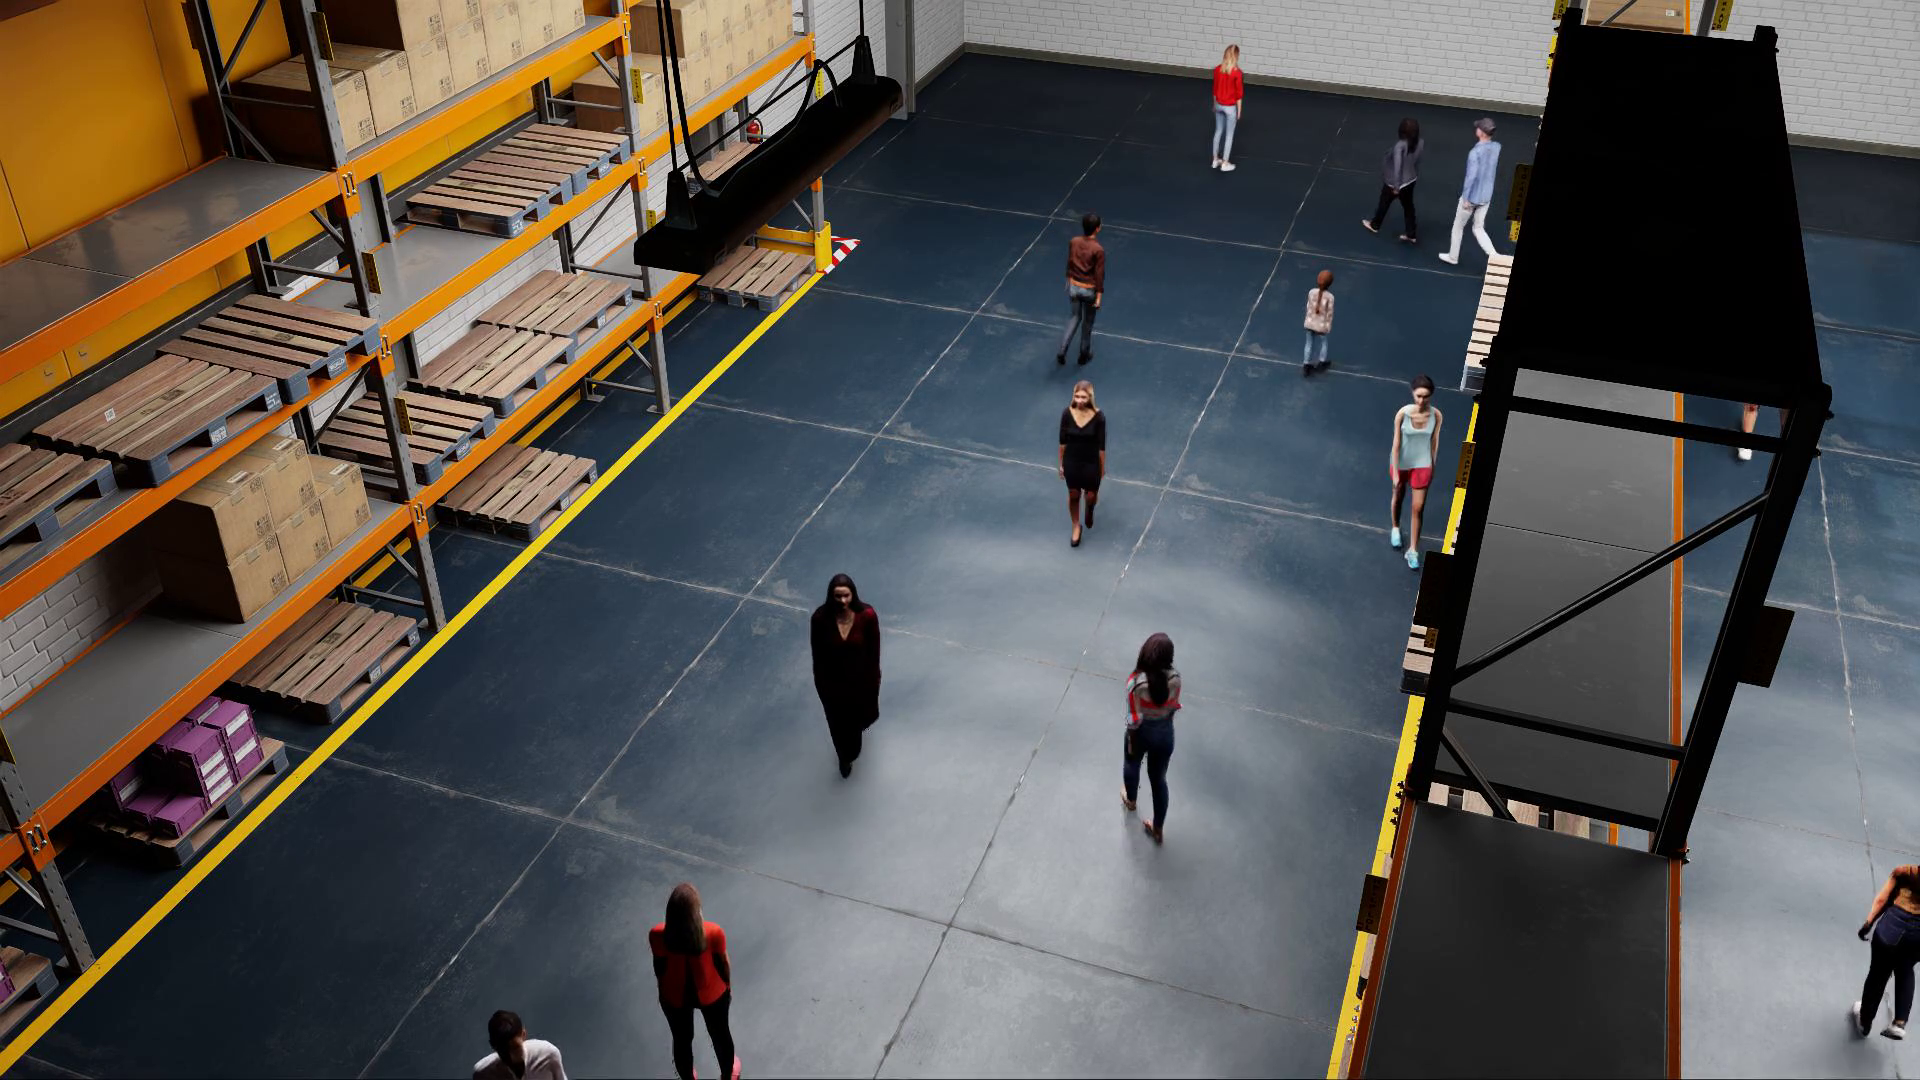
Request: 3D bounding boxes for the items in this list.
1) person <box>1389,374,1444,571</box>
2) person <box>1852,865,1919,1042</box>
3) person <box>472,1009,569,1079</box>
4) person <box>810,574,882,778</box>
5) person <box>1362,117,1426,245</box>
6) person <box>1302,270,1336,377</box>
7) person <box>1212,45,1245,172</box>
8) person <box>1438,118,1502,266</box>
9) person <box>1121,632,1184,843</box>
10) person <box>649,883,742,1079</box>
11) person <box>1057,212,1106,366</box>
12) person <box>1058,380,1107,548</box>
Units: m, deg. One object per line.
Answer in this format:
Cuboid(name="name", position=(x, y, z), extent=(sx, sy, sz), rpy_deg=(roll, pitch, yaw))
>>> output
Cuboid(name="person", position=(3.975, -0.693, 14.749), extent=(0.703, 1.743, 0.972), rpy_deg=(5, 34, 7))
Cuboid(name="person", position=(5.771, 2.462, 10.114), extent=(0.632, 1.620, 0.730), rpy_deg=(7, 34, 10))
Cuboid(name="person", position=(-2.309, 3.103, 8.939), extent=(0.801, 1.852, 0.855), rpy_deg=(-9, 35, -13))
Cuboid(name="person", position=(-0.841, 0.940, 12.288), extent=(0.819, 1.747, 0.901), rpy_deg=(-2, 34, -3))
Cuboid(name="person", position=(5.485, -4.390, 20.478), extent=(1.094, 1.557, 1.095), rpy_deg=(-20, 38, -27))
Cuboid(name="person", position=(3.769, -2.284, 17.648), extent=(0.558, 1.183, 0.667), rpy_deg=(20, 39, 27))
Cuboid(name="person", position=(3.607, -5.870, 22.571), extent=(0.687, 1.705, 0.637), rpy_deg=(25, 41, 33))
Cuboid(name="person", position=(6.175, -4.059, 19.703), extent=(1.072, 1.864, 1.119), rpy_deg=(-16, 37, -23))
Cuboid(name="person", position=(1.366, 1.426, 11.713), extent=(0.857, 1.575, 0.956), rpy_deg=(-12, 35, -18))
Cuboid(name="person", position=(-1.564, 2.664, 9.744), extent=(0.677, 1.691, 0.680), rpy_deg=(-3, 34, -5))
Cuboid(name="person", position=(1.260, -2.600, 17.597), extent=(0.778, 1.765, 0.953), rpy_deg=(20, 39, 27))
Cuboid(name="person", position=(1.111, -0.709, 14.844), extent=(0.600, 1.665, 0.656), rpy_deg=(8, 34, 11))
